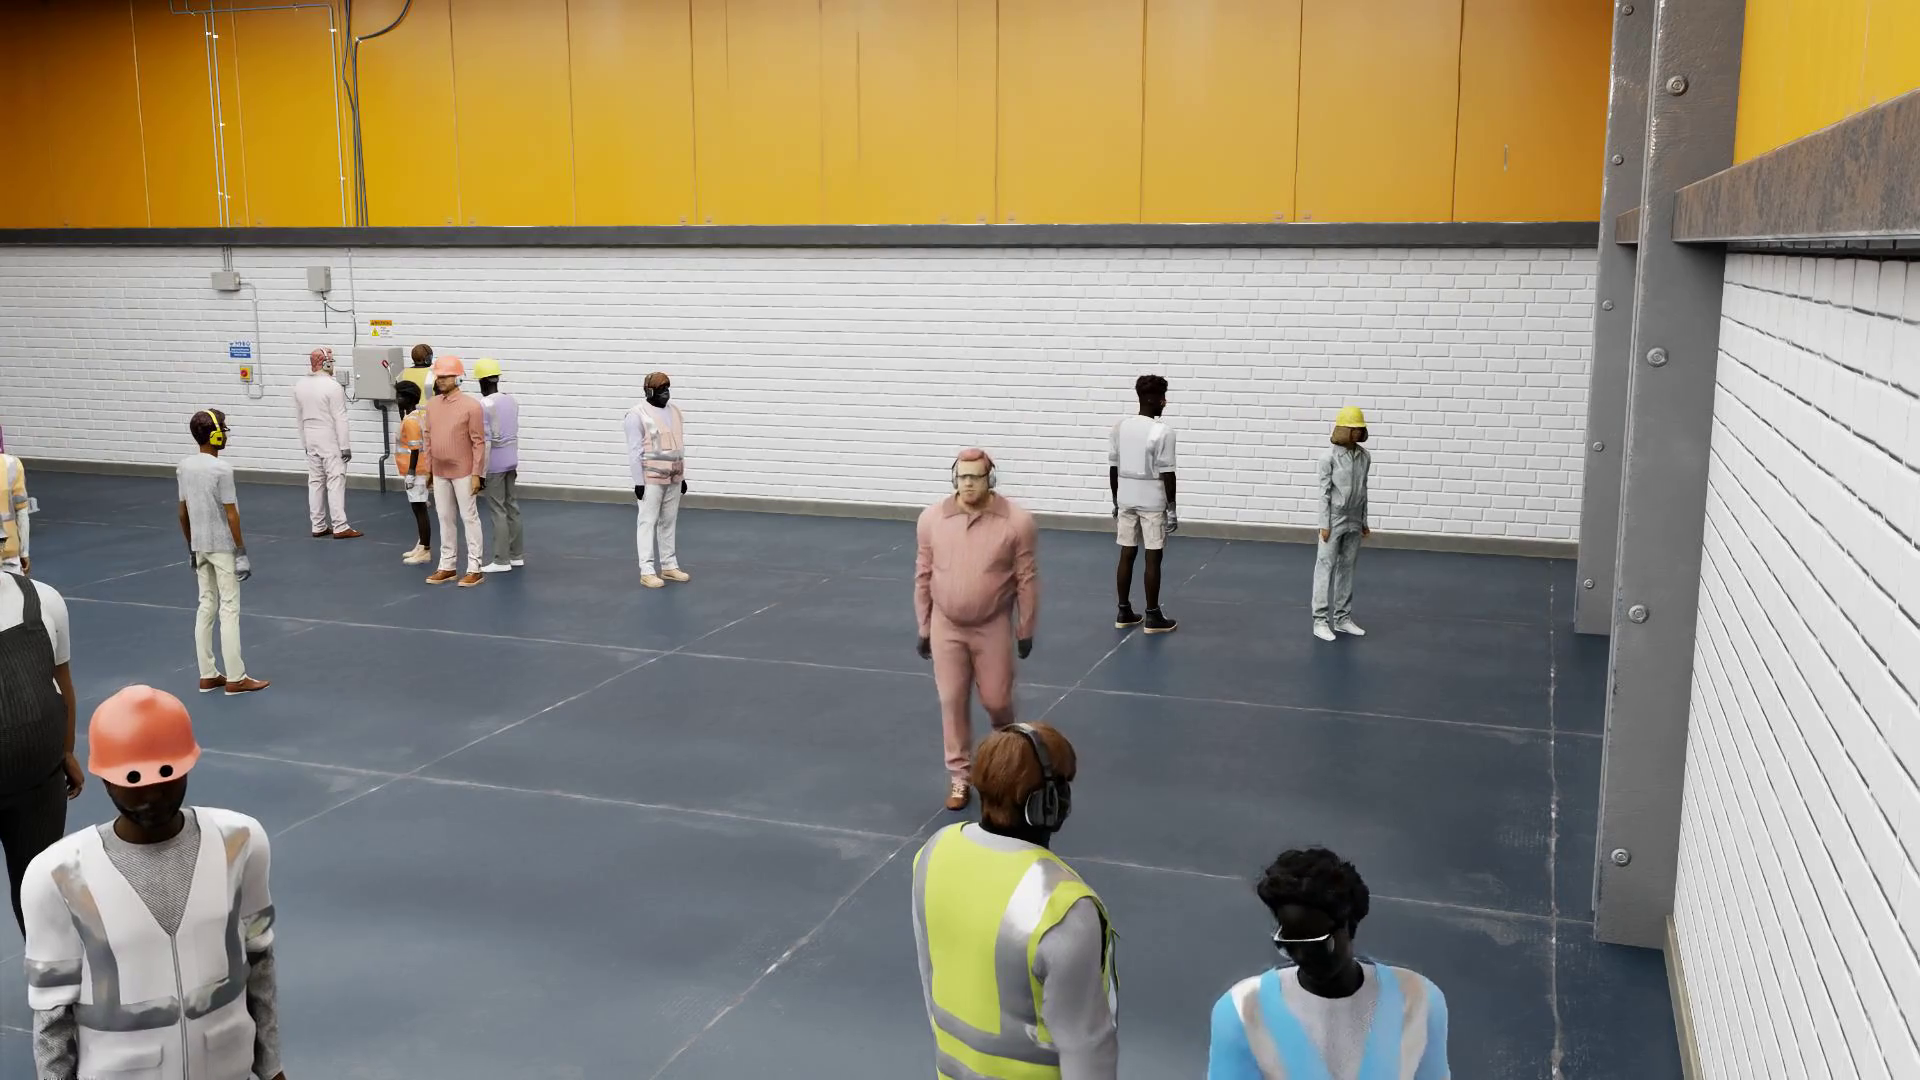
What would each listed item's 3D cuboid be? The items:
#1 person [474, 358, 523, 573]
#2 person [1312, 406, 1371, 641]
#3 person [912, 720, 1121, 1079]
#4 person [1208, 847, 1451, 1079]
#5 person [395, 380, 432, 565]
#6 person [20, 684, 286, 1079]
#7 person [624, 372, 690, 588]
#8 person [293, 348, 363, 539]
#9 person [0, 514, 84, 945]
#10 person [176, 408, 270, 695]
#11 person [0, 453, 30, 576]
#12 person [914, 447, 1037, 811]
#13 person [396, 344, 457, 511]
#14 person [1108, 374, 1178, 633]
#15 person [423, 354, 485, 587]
[{"bbox_3d":[-4.161,-0.665,14.890,0.383,1.923,0.590,3,11,17],"label":"person"},{"bbox_3d":[2.869,-0.130,12.390,0.485,1.744,0.309,-6,12,-30],"label":"person"},{"bbox_3d":[0.158,1.324,3.928,0.429,1.844,0.627,-7,13,-36],"label":"person"},{"bbox_3d":[0.796,1.464,3.598,0.562,1.671,0.520,-1,10,-4],"label":"person"},{"bbox_3d":[-5.028,-0.625,15.308,0.318,1.698,0.533,-3,11,-17],"label":"person"},{"bbox_3d":[-1.854,1.276,3.921,0.549,1.936,0.376,-9,13,-40],"label":"person"},{"bbox_3d":[-2.585,-0.527,14.348,0.429,1.844,0.627,6,12,32],"label":"person"},{"bbox_3d":[-6.311,-0.962,16.614,0.638,1.909,0.408,5,11,28],"label":"person"},{"bbox_3d":[-3.583,0.826,6.166,0.537,2.000,0.682,9,13,41],"label":"person"},{"bbox_3d":[-4.844,0.077,10.860,0.520,1.874,0.327,5,11,25],"label":"person"},{"bbox_3d":[-6.266,0.077,10.675,0.379,1.937,0.548,7,12,36],"label":"person"},{"bbox_3d":[0.082,0.436,8.800,0.650,1.888,0.664,2,10,10],"label":"person"},{"bbox_3d":[-5.883,-1.242,18.369,0.625,1.846,0.429,3,11,17],"label":"person"},{"bbox_3d":[1.404,-0.279,12.616,0.613,1.958,0.372,10,14,44],"label":"person"},{"bbox_3d":[-4.356,-0.596,14.301,0.612,1.997,0.376,4,11,22],"label":"person"}]
